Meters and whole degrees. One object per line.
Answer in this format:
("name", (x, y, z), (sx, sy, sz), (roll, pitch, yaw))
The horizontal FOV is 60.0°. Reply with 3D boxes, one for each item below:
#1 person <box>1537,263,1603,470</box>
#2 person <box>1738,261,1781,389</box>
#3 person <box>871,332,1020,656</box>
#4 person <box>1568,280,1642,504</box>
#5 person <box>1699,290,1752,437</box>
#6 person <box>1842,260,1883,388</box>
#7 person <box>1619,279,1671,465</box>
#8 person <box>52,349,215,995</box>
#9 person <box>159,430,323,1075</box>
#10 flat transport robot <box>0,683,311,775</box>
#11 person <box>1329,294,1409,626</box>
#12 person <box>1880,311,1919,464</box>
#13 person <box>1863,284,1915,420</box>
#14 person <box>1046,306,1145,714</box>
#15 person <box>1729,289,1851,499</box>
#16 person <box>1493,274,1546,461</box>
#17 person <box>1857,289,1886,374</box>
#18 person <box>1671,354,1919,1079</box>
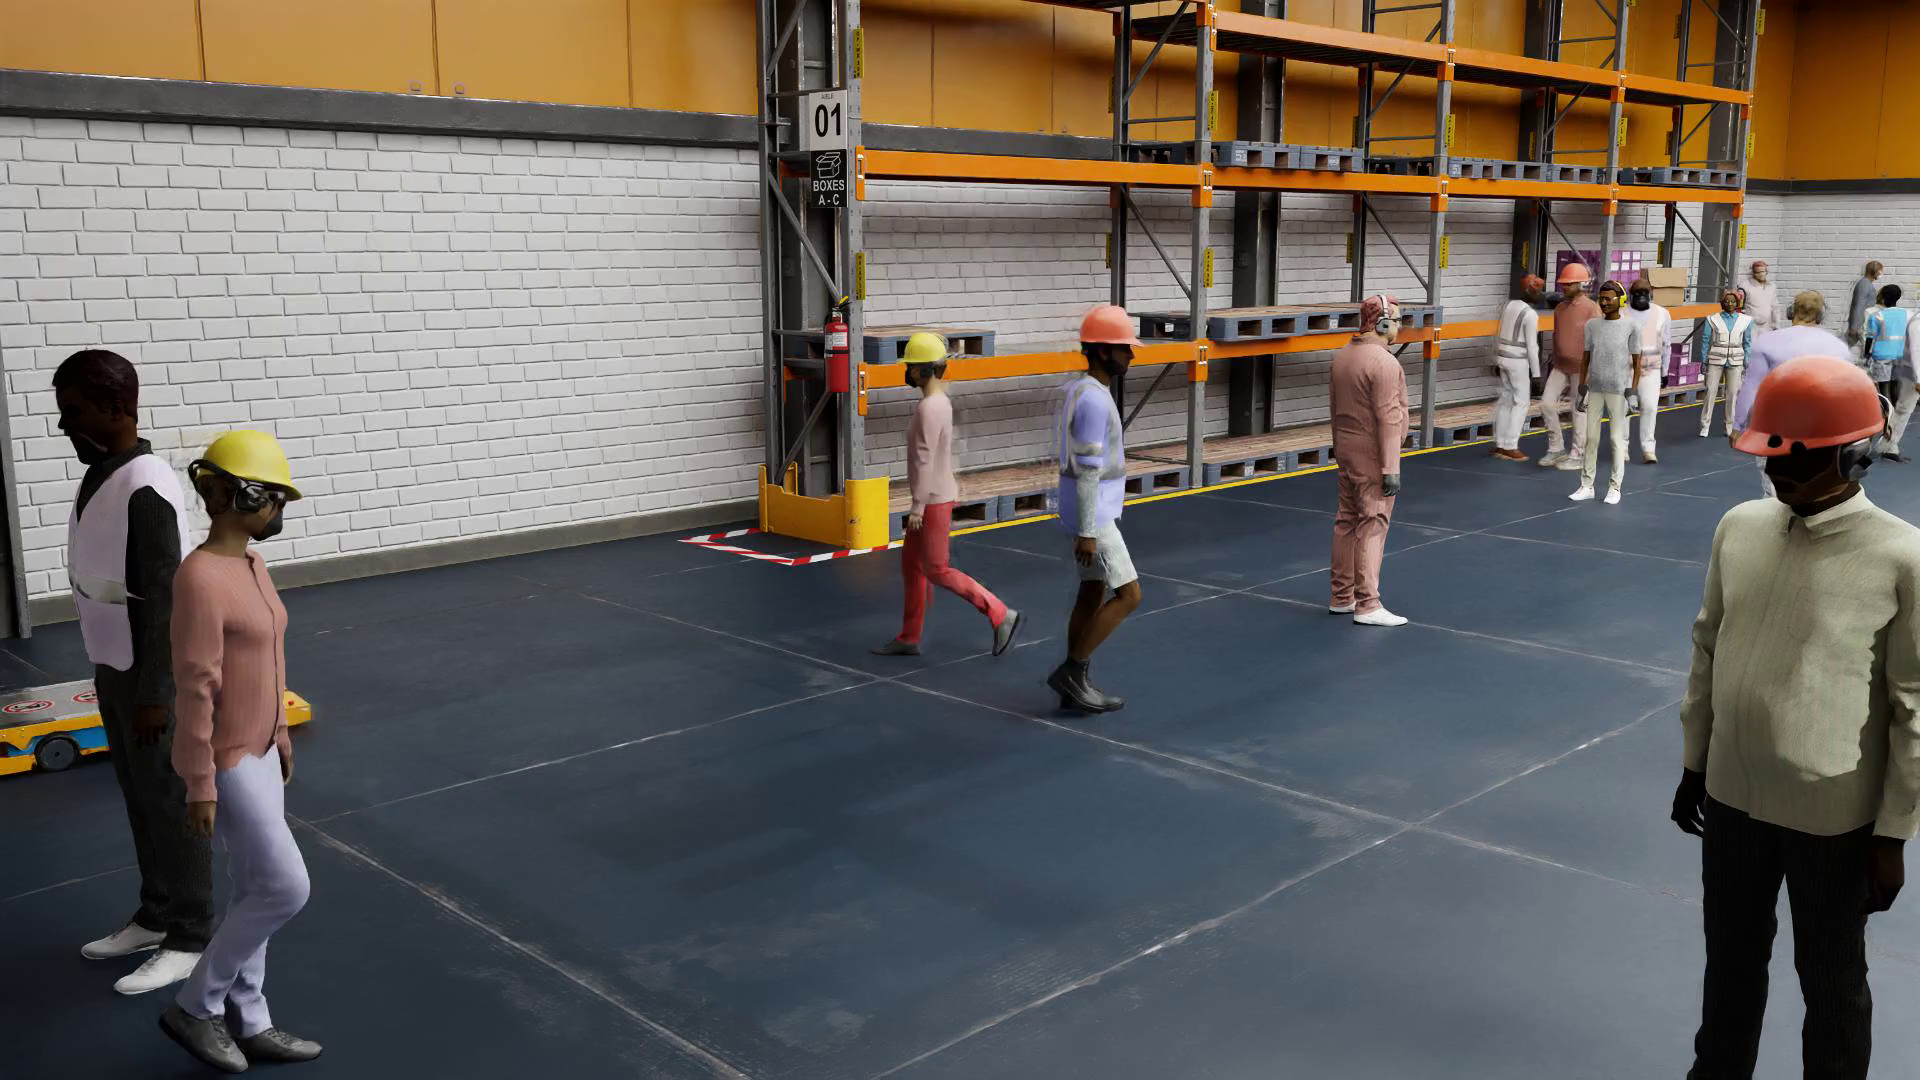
("person", (5.813, -1.642, 15.891), (0.520, 1.978, 0.616), (-5, 12, -25))
("person", (11.412, -3.053, 23.827), (0.682, 1.879, 0.446), (-4, 11, -22))
("person", (-0.073, -0.216, 8.726), (0.740, 1.745, 0.520), (0, 10, 2))
("person", (5.429, -1.236, 13.951), (0.523, 1.870, 0.317), (10, 14, 44))
("person", (8.493, -1.949, 18.467), (0.523, 1.638, 0.310), (3, 11, 14))
("person", (13.281, -3.195, 24.638), (1.042, 1.894, 0.645), (5, 11, 24))
("person", (6.641, -1.636, 16.300), (0.646, 1.805, 0.851), (3, 11, 14))
("person", (-2.462, 0.384, 4.994), (0.393, 1.915, 0.591), (-9, 14, -40))
("person", (-1.884, 0.580, 4.410), (0.373, 1.728, 0.558), (-1, 10, -6))
("flat transport robot", (-3.720, 0.767, 7.390), (1.431, 0.197, 0.652), (-8, 13, -37))
("person", (2.390, -0.462, 9.635), (0.404, 1.904, 0.652), (-3, 11, -13))
("person", (9.439, -1.597, 16.110), (0.613, 1.792, 0.902), (-8, 13, -36))
("person", (10.736, -2.119, 19.276), (0.546, 1.667, 0.626), (1, 10, 7))
("person", (0.647, -0.117, 7.706), (0.418, 1.919, 0.580), (0, 10, 2))
("person", (5.635, -0.740, 11.234), (0.697, 1.890, 0.943), (1, 10, 4))
("person", (5.571, -1.731, 16.708), (0.345, 1.860, 0.686), (-2, 11, -11))
("person", (11.611, -2.396, 21.056), (0.516, 1.592, 0.886), (0, 10, 1))
("person", (1.870, 0.575, 3.761), (0.393, 1.985, 0.610), (-5, 12, -26))
